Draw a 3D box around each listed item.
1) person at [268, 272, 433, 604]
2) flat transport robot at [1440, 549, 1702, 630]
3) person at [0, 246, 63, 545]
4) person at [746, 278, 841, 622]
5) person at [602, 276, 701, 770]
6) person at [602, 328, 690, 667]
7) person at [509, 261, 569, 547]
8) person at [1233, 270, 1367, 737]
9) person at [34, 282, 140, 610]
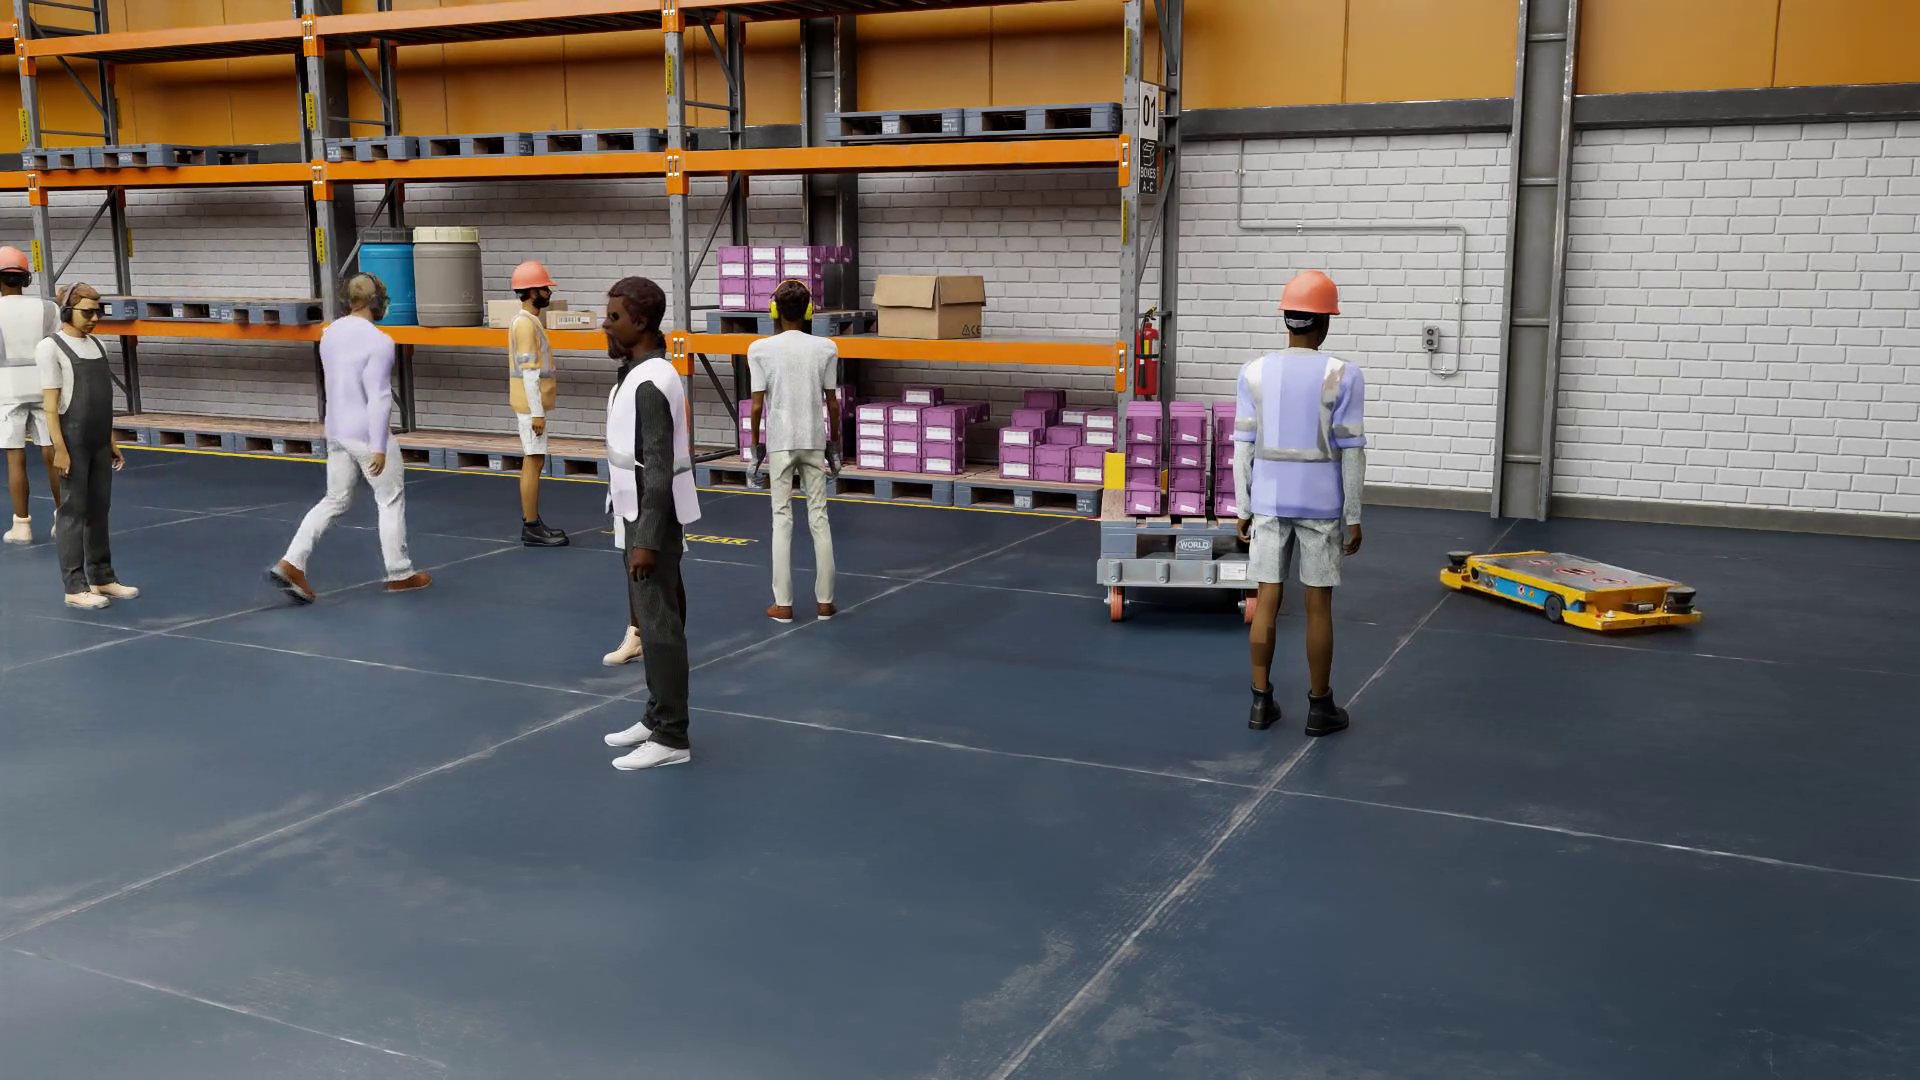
[{"bbox_3d":[-3.533,-0.581,9.557,0.629,1.910,0.912,7,12,34],"label":"person"},{"bbox_3d":[3.416,0.257,9.406,0.652,0.197,1.431,-3,10,-18],"label":"flat transport robot"},{"bbox_3d":[-6.466,-0.989,11.463,0.389,2.045,0.606,10,14,44],"label":"person"},{"bbox_3d":[-0.906,-0.482,9.061,0.521,1.873,0.335,-2,10,-13],"label":"person"},{"bbox_3d":[-1.221,-0.067,6.540,0.391,1.922,0.593,-3,10,-15],"label":"person"},{"bbox_3d":[-1.508,-0.206,7.972,0.535,1.699,0.318,8,13,37],"label":"person"},{"bbox_3d":[-2.898,-0.924,11.385,0.352,1.942,0.545,-3,10,-16],"label":"person"},{"bbox_3d":[1.424,-0.150,6.964,0.552,1.935,0.370,5,11,27],"label":"person"},{"bbox_3d":[-4.966,-0.535,9.449,0.346,1.842,0.506,1,10,8],"label":"person"}]
